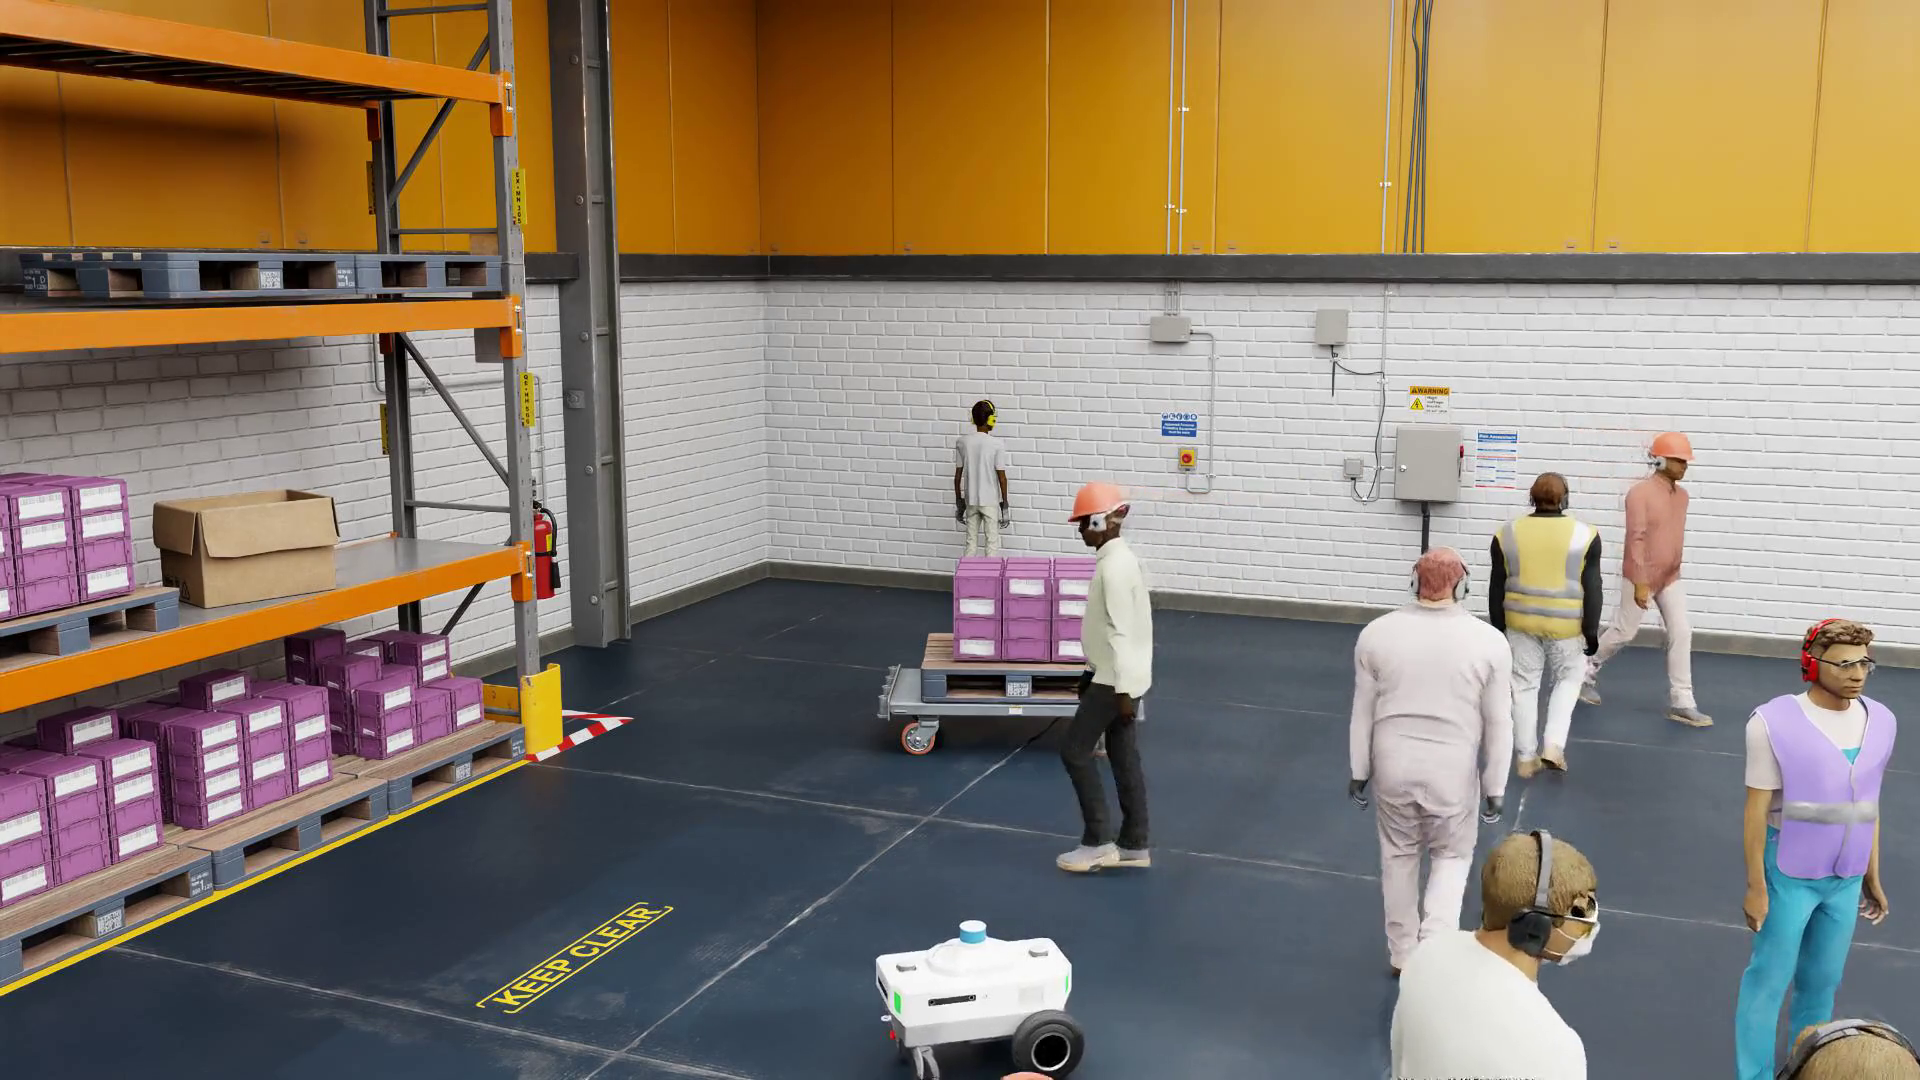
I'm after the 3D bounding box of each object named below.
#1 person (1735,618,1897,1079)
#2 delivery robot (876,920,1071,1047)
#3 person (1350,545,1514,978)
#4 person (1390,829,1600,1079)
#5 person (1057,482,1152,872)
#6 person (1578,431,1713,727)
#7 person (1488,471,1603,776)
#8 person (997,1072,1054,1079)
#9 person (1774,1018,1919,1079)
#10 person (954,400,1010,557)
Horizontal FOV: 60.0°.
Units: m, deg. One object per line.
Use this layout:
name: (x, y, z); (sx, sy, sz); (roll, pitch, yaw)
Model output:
person: (2.959, 1.168, 5.789); (0.563, 1.847, 0.389); (-3, 10, -16)
delivery robot: (0.047, 1.684, 6.286); (0.707, 0.478, 0.477); (-2, 10, -14)
person: (1.920, 0.972, 6.870); (0.665, 1.882, 0.634); (5, 10, 26)
person: (1.082, 1.527, 3.580); (0.989, 1.884, 0.628); (0, 9, -2)
person: (0.710, 0.691, 8.336); (0.604, 1.959, 0.638); (2, 10, 10)
person: (4.605, 0.226, 11.196); (0.620, 1.958, 0.981); (-5, 11, -28)
person: (3.452, 0.507, 9.836); (0.651, 1.831, 0.447); (5, 11, 28)
person: (0.051, 1.674, 2.299); (1.034, 1.984, 0.632); (-9, 13, -43)
person: (1.359, 1.637, 2.731); (0.642, 1.918, 0.610); (-1, 9, -4)
person: (0.200, -0.294, 14.606); (0.538, 1.863, 0.313); (5, 11, 28)
